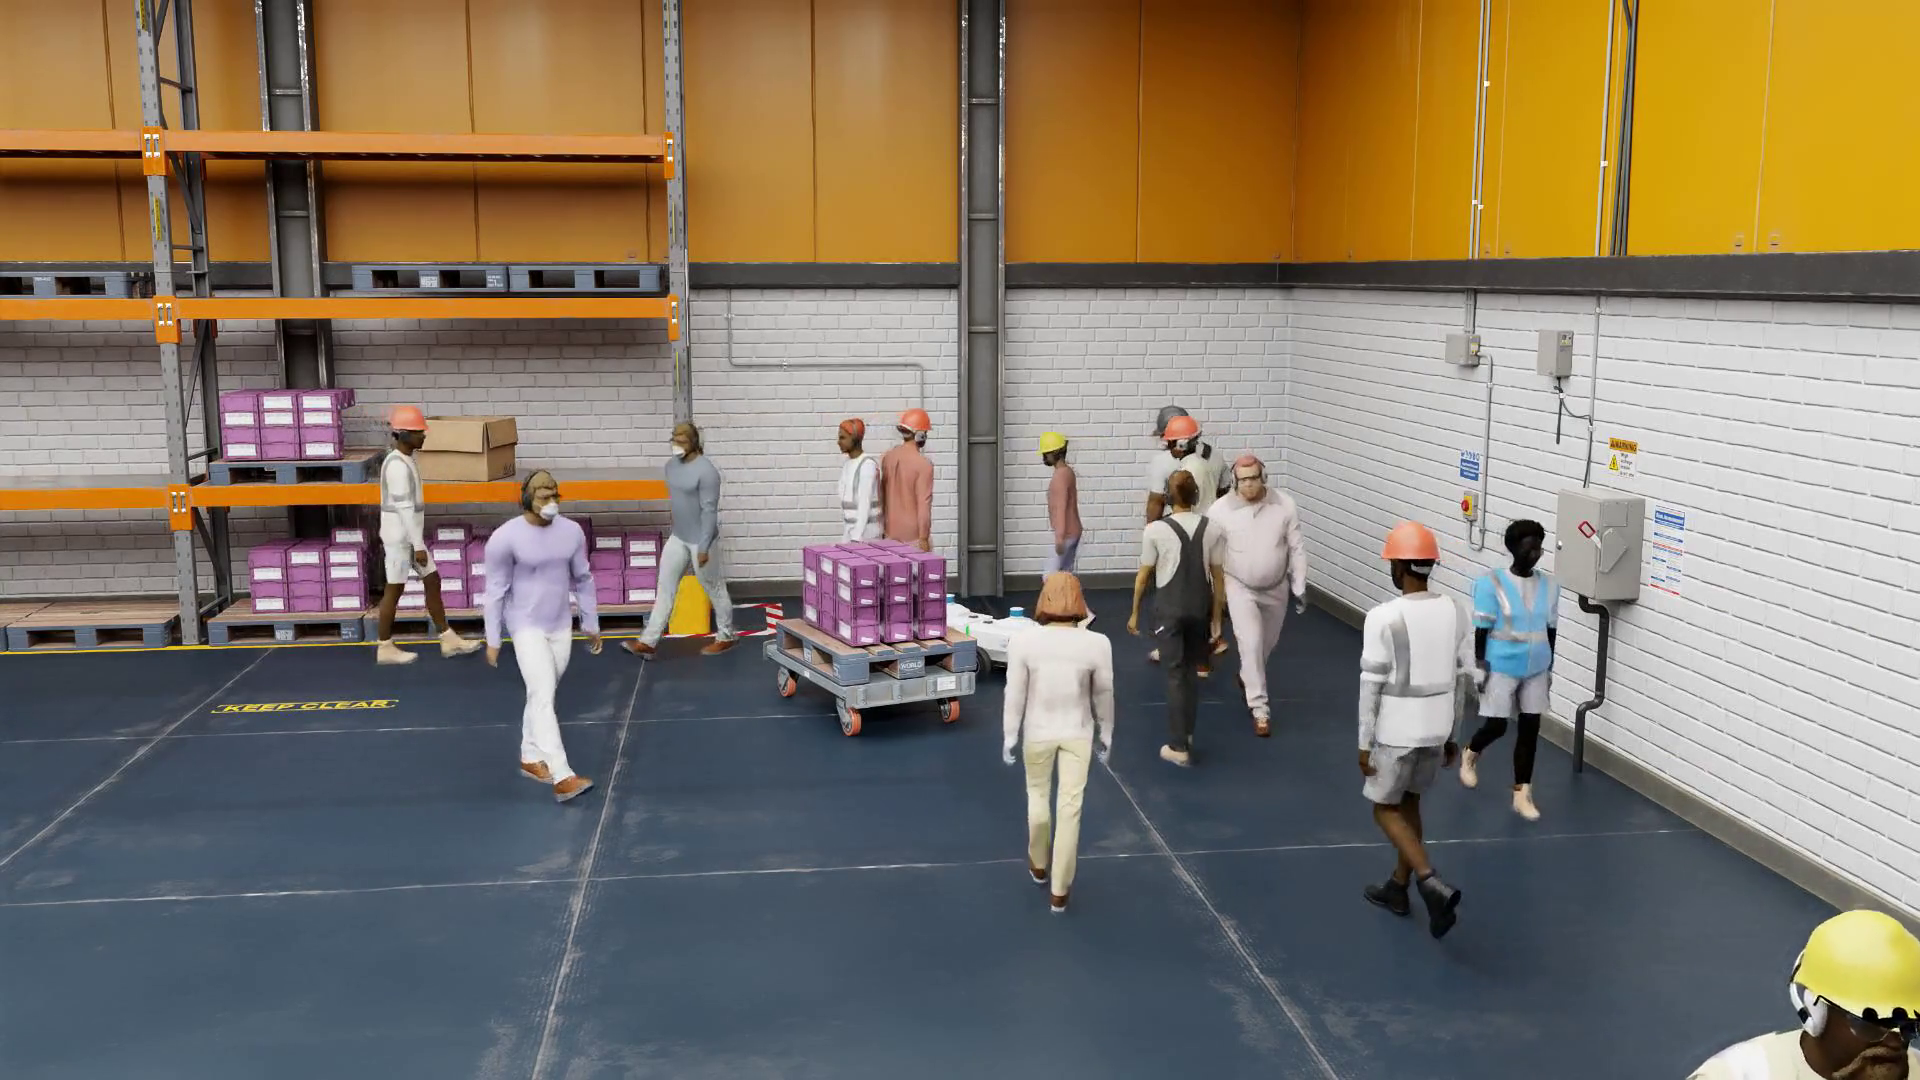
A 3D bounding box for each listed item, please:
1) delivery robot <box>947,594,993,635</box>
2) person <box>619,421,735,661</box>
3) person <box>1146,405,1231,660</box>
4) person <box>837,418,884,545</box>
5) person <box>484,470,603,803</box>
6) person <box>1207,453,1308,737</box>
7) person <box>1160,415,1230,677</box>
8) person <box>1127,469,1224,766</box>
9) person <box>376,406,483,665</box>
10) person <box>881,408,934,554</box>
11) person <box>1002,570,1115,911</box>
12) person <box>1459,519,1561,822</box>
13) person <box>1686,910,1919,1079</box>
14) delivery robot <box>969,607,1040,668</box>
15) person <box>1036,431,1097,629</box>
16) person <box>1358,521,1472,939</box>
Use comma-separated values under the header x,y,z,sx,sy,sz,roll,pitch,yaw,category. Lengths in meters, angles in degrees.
x,y,z,sx,sy,sz,roll,pitch,yaw,category
-0.093,0.660,12.832,0.707,0.478,0.477,8,12,41,delivery robot
-2.164,0.025,12.945,0.633,1.881,1.027,8,12,42,person
1.811,-0.083,13.139,0.864,2.000,0.546,-4,10,-25,person
-0.907,-0.060,13.575,0.922,1.840,0.600,-4,10,-26,person
-2.353,0.548,9.651,0.920,1.896,0.652,7,12,38,person
1.975,0.314,11.253,0.645,1.858,0.973,-1,9,-6,person
1.734,0.047,12.548,0.496,1.965,0.705,4,10,25,person
1.336,0.469,10.362,0.537,1.822,0.602,-3,9,-16,person
-4.137,-0.026,12.867,0.908,2.009,0.644,-2,9,-11,person
-0.508,-0.088,13.474,0.930,1.959,0.633,-9,13,-44,person
0.483,0.937,8.085,0.533,1.605,0.700,1,9,5,person
3.094,0.701,9.337,0.545,1.683,0.545,-2,9,-11,person
1.735,1.591,3.415,0.595,1.806,0.832,0,9,3,person
0.421,0.743,12.316,0.707,0.478,0.477,6,11,35,delivery robot
0.851,-0.033,13.736,0.452,1.741,0.561,2,9,14,person
2.099,0.873,7.599,0.547,1.909,0.739,-3,10,-19,person
